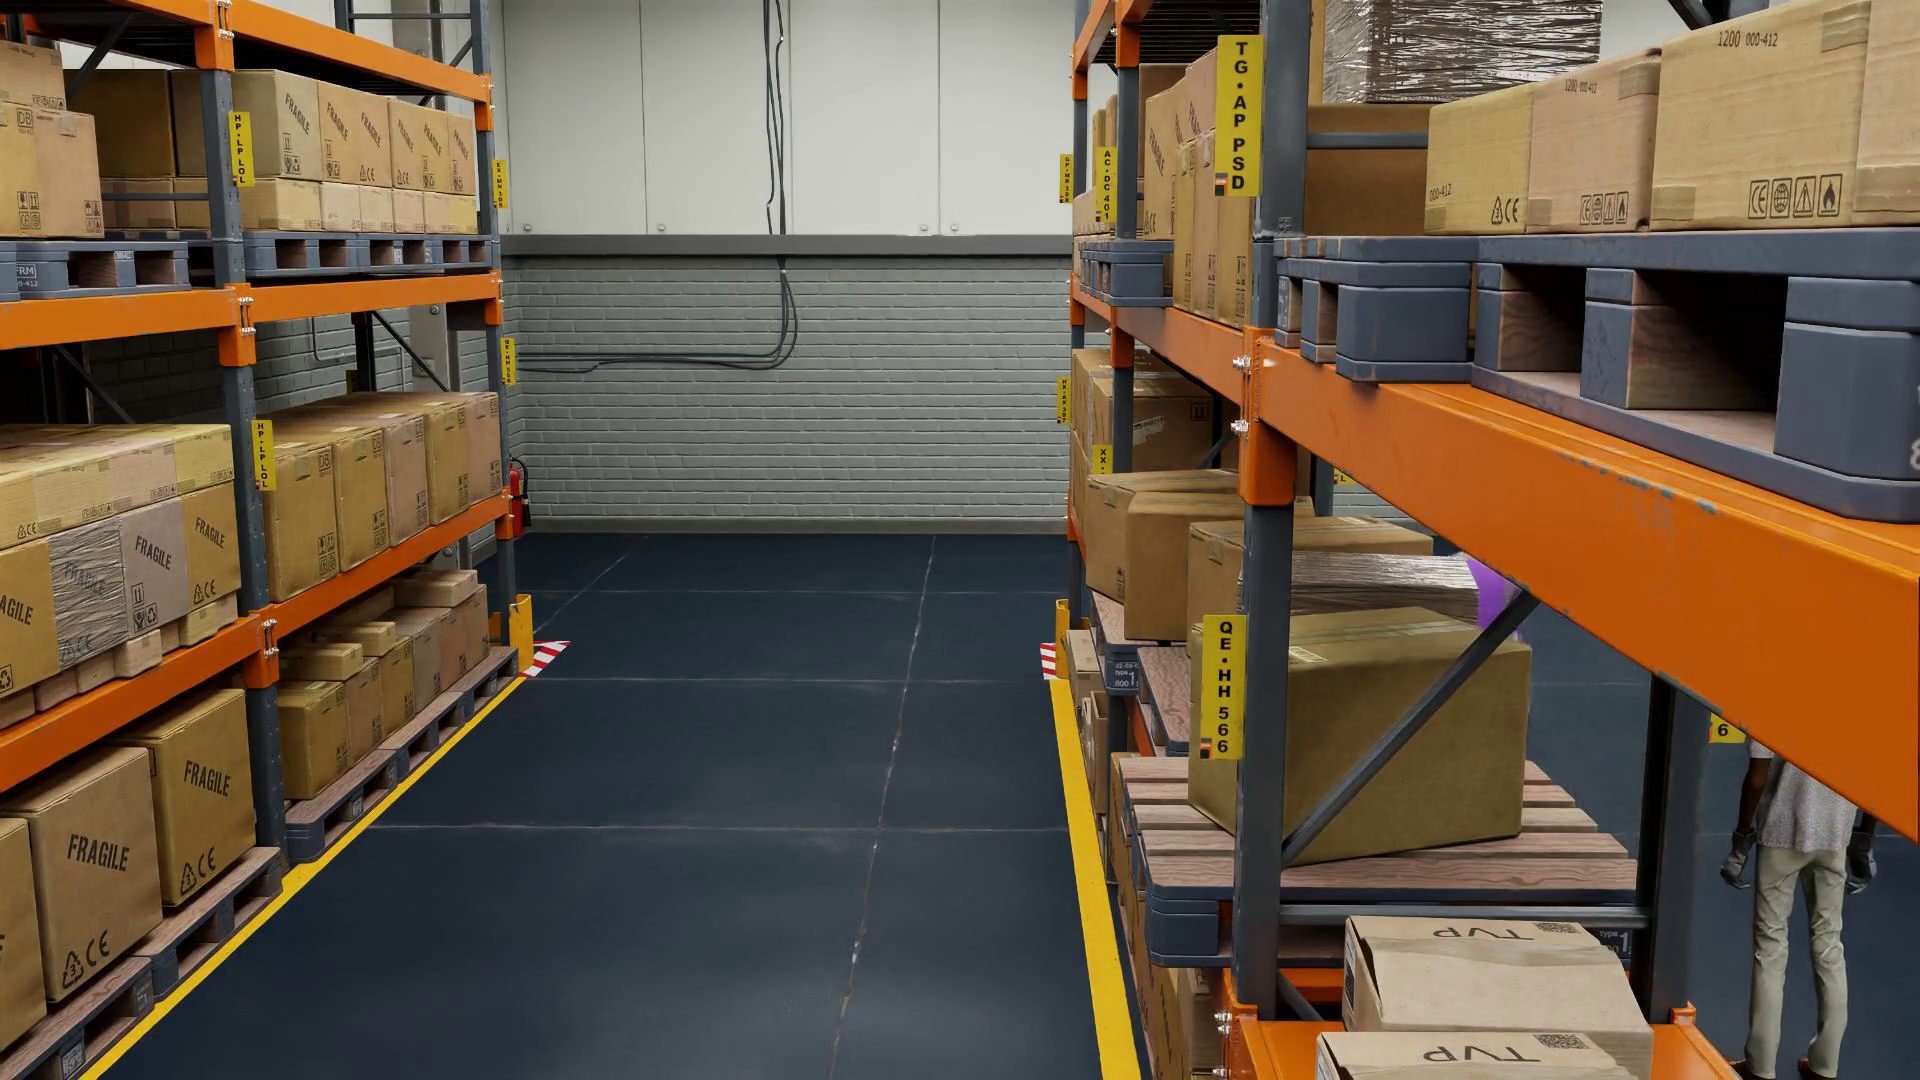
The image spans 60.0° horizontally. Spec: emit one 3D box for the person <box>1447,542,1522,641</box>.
[{"bbox_3d":[2.390,0.683,7.930,0.553,1.920,0.414,-1,10,-6],"label":"person"}]

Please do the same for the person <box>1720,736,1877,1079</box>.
[{"bbox_3d":[2.966,1.068,5.875,0.532,1.874,0.316,0,10,0],"label":"person"}]
